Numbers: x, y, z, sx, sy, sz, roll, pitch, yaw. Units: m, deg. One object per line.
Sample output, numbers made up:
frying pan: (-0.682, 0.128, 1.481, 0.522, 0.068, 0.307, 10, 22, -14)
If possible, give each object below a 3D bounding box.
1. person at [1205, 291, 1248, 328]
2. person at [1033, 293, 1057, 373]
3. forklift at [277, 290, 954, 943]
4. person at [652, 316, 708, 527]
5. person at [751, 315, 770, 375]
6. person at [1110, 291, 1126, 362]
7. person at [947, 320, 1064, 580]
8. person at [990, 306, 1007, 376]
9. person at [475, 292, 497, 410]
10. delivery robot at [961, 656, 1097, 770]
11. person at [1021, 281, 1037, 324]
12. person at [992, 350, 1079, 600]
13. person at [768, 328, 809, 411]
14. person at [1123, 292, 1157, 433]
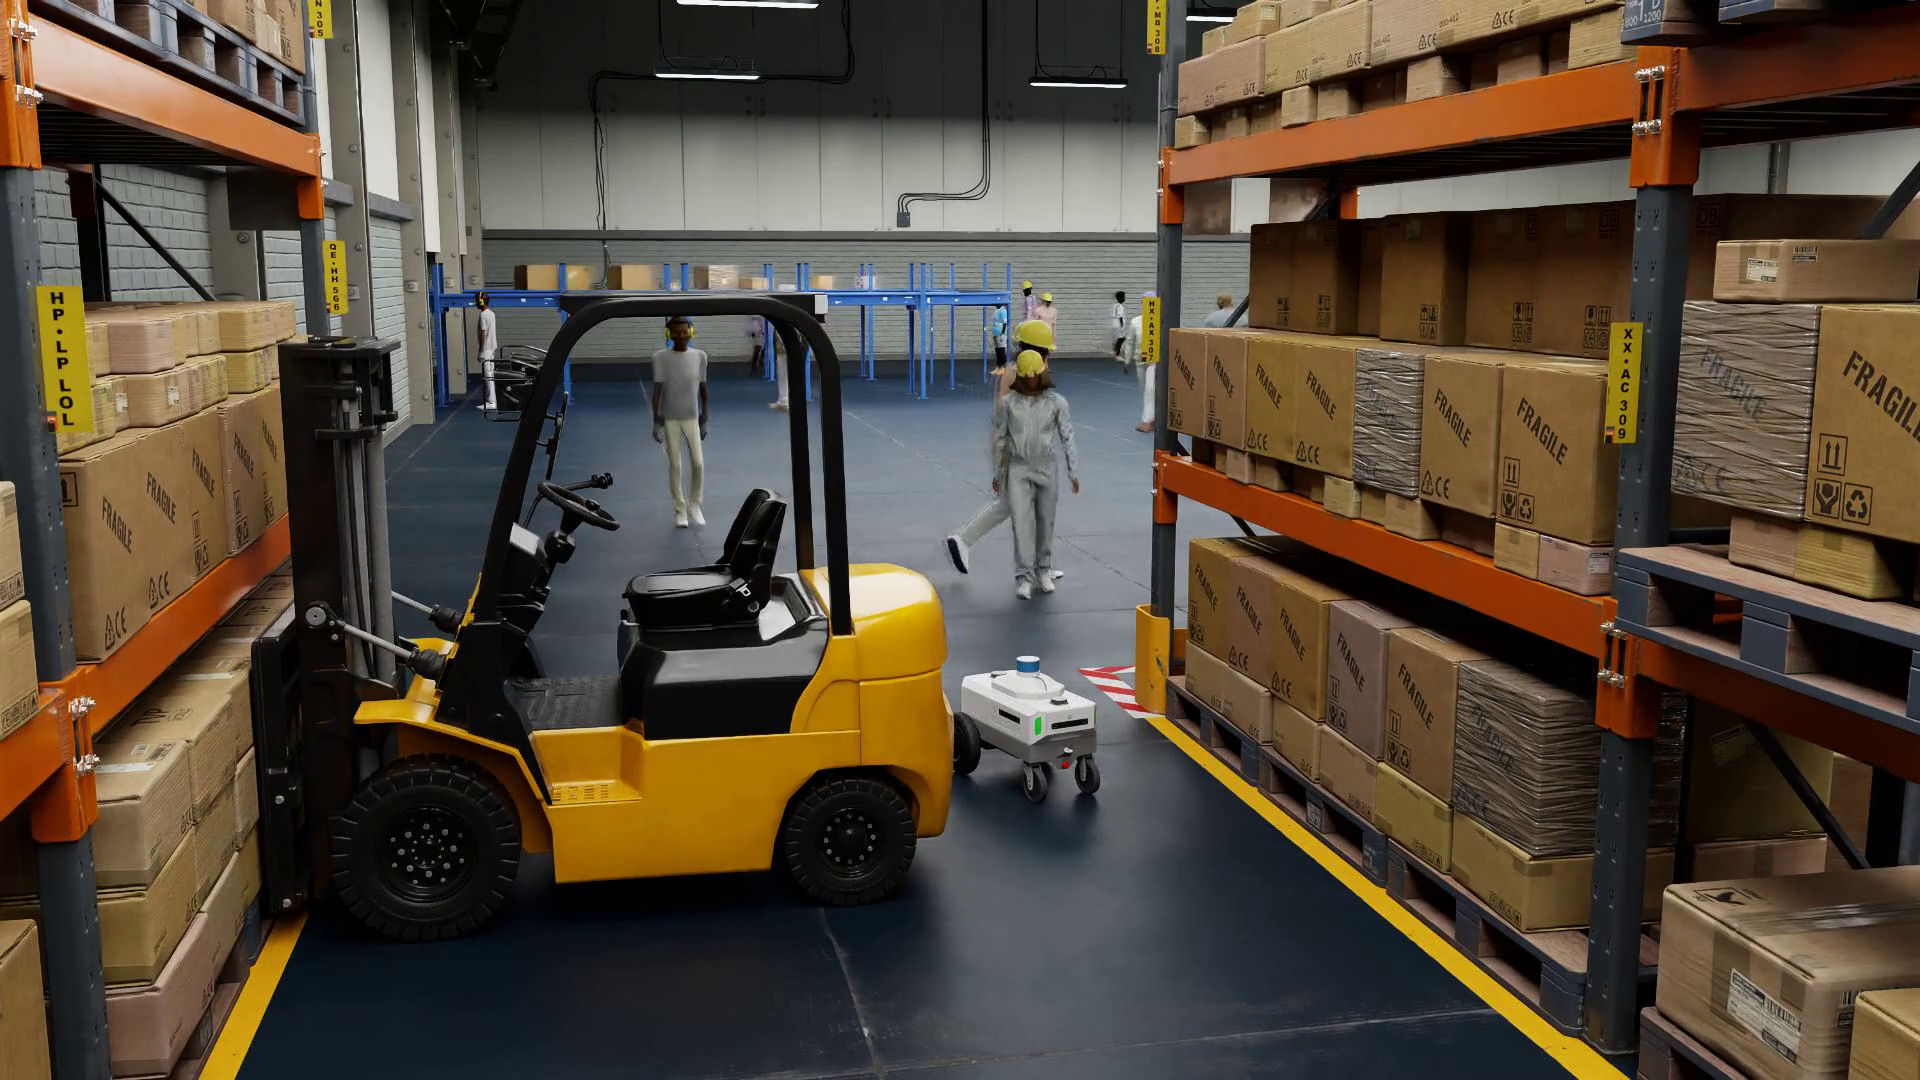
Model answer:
person: (3.728, -2.517, 23.267, 0.667, 1.908, 0.552, 0, 9, -1)
person: (1.790, -4.503, 35.997, 0.526, 1.712, 0.865, -4, 10, -22)
forklift: (-1.179, 0.175, 6.143, 2.313, 2.155, 1.214, -2, 10, -12)
person: (-2.410, -1.022, 14.359, 0.518, 1.847, 0.580, -3, 10, -17)
person: (-4.134, -4.405, 34.780, 0.594, 1.917, 0.553, -2, 9, -10)
person: (3.834, -5.111, 39.783, 0.371, 1.680, 0.547, 0, 9, -3)
person: (0.335, -0.636, 11.931, 0.789, 1.887, 0.599, -2, 9, -11)
person: (0.811, -4.273, 34.632, 0.316, 1.697, 0.542, -3, 10, -20)
person: (-7.551, -3.020, 26.526, 0.311, 1.858, 0.503, 0, 9, 2)
delivery robot: (0.299, 0.754, 7.311, 0.477, 0.478, 0.707, -5, 11, -28)
person: (1.603, -5.082, 38.900, 0.381, 1.917, 0.584, 2, 10, 12)
person: (0.513, -0.440, 11.289, 0.571, 1.684, 0.901, 0, 9, 1)
person: (-2.680, -2.903, 25.990, 0.749, 1.801, 0.468, 4, 10, 24)
person: (2.505, -2.412, 22.657, 0.657, 1.898, 0.922, 6, 11, 33)
